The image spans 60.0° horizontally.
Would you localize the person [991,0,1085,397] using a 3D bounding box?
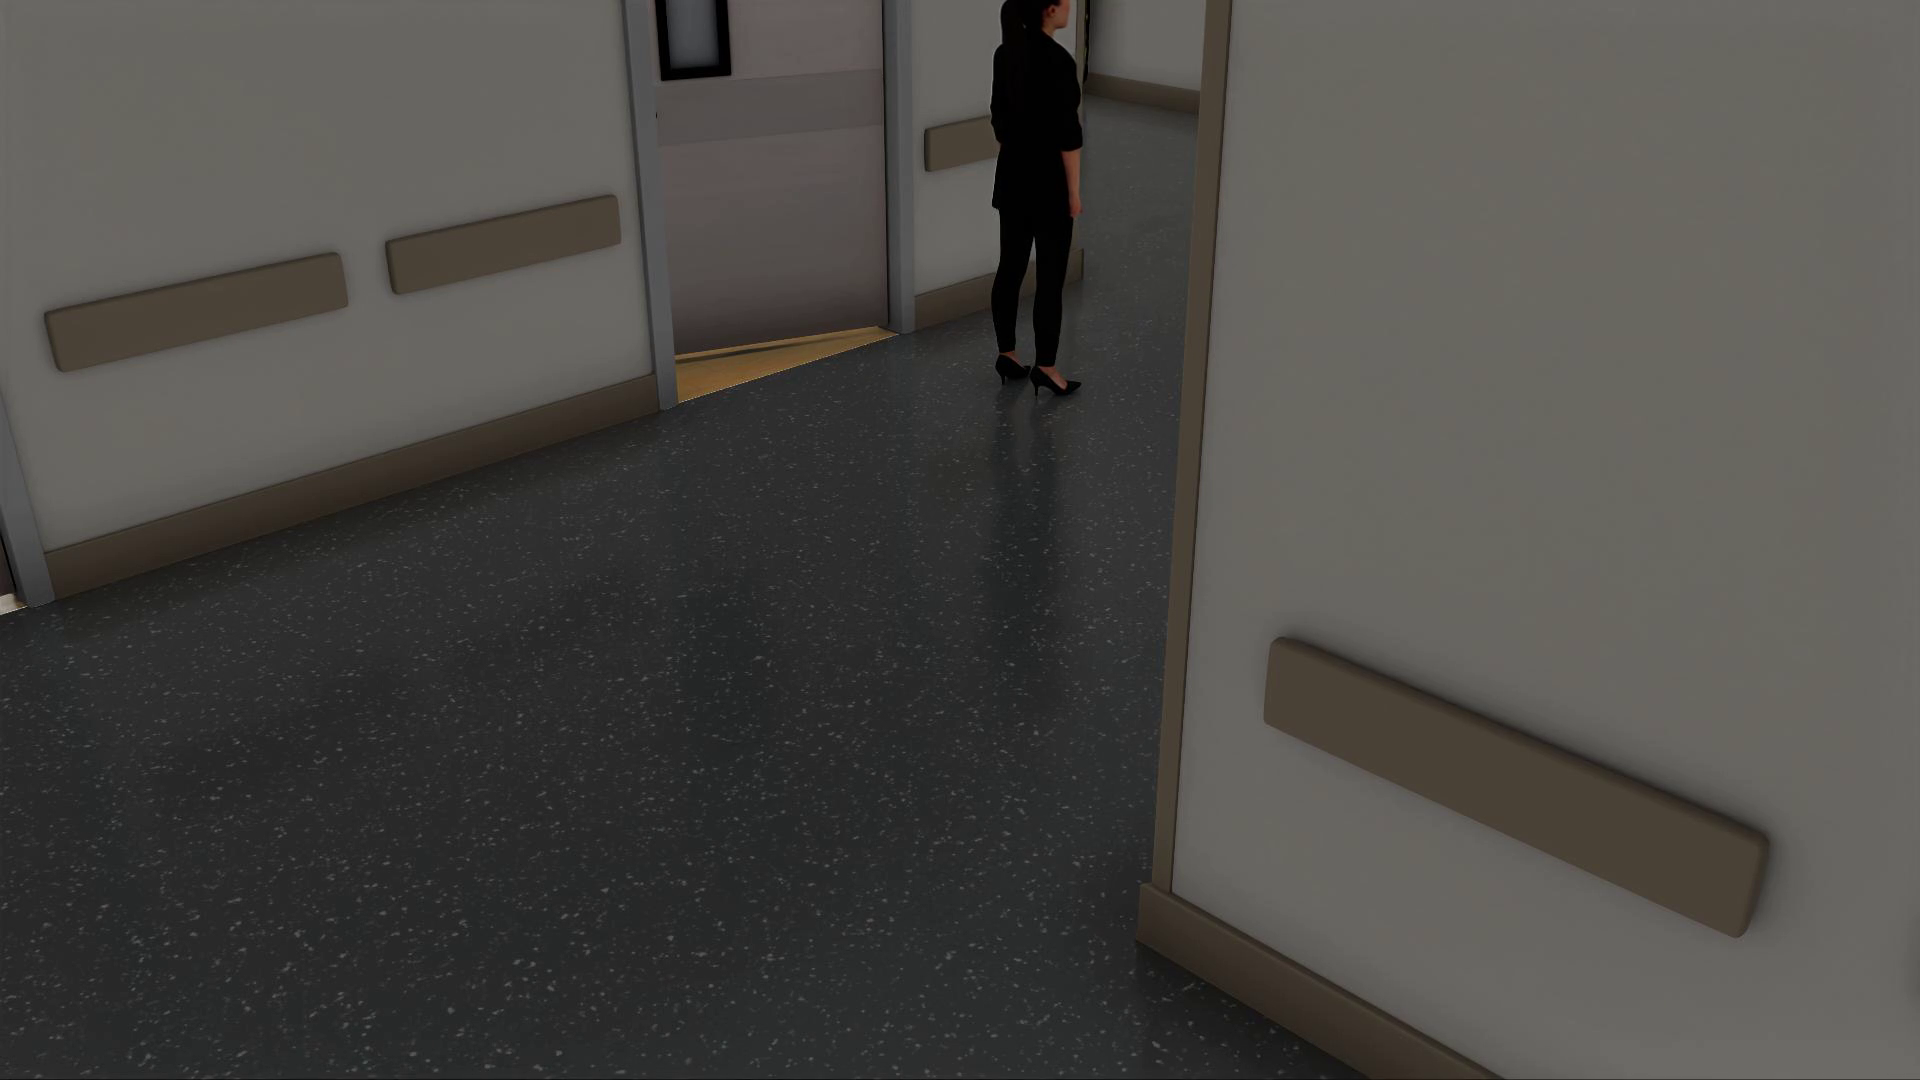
[{"bbox_3d":[0.293,-1.394,6.601,0.557,1.662,0.601,-21,33,-37],"label":"person"}]
